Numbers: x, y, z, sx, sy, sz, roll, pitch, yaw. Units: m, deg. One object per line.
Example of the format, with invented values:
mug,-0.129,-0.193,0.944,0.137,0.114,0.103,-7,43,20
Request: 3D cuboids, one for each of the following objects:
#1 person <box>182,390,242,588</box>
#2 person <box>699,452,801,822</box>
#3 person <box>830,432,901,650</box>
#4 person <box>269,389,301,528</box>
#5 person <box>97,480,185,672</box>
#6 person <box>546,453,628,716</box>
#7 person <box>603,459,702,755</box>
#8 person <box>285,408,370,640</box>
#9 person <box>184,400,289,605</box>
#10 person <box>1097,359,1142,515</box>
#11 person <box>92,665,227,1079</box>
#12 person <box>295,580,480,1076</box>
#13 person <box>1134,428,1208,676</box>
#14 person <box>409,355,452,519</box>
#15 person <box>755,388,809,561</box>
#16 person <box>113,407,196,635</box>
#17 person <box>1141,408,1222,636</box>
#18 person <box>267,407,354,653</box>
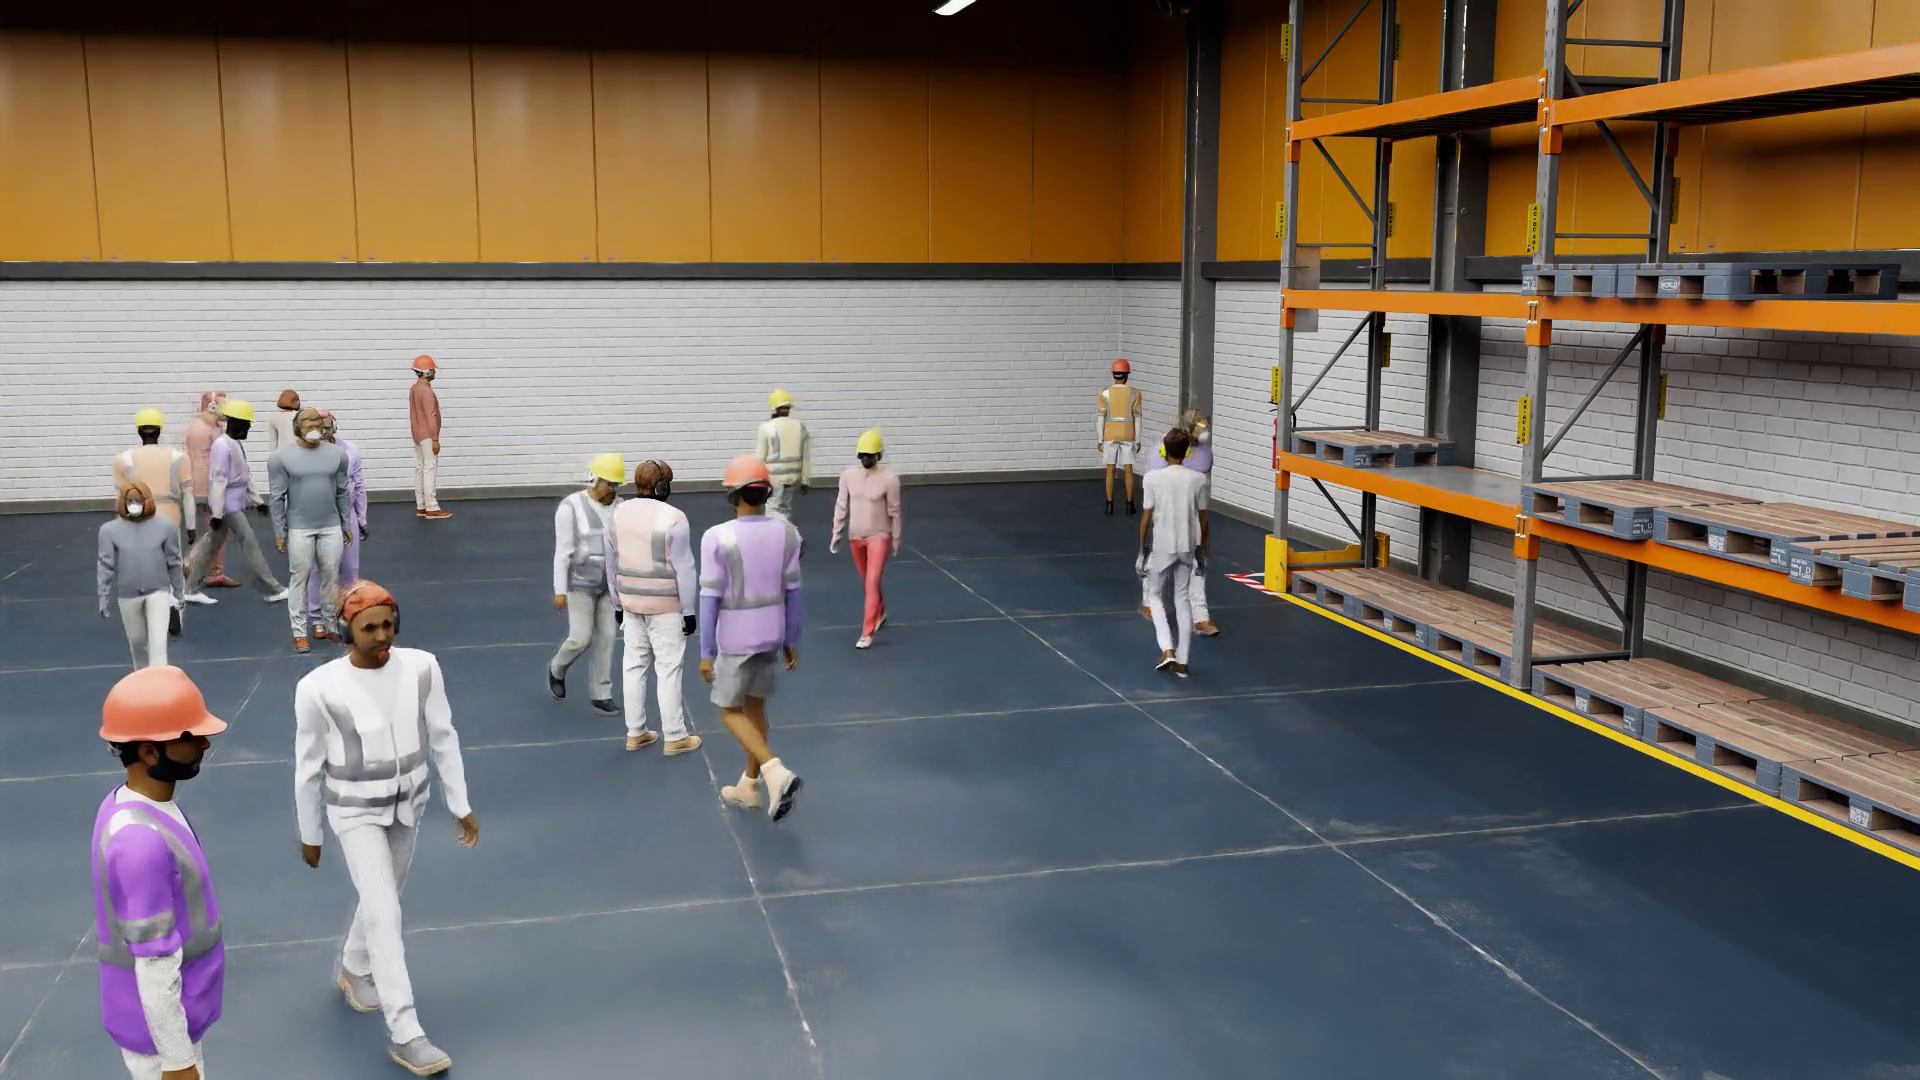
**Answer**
person,-7.091,-0.467,15.716,0.467,1.884,0.672,-2,9,-12
person,-1.100,0.540,9.013,0.618,2.021,0.744,-8,12,-40
person,-0.728,-0.034,13.535,0.534,1.724,0.911,4,10,21
person,-7.833,-0.947,19.498,0.507,1.632,0.267,2,9,12
person,-5.628,0.363,11.444,0.518,1.593,0.855,-4,10,-22
person,-2.522,0.293,11.282,0.605,1.791,0.645,8,12,41
person,-1.895,0.414,10.359,0.632,1.842,0.429,5,10,27
person,-5.179,-0.137,13.637,0.659,1.896,0.401,-7,11,-37
person,-6.537,-0.323,14.937,1.036,1.857,0.601,-3,10,-20
person,1.976,-1.274,20.602,0.549,1.934,0.374,1,9,8
person,-2.154,1.293,4.569,0.357,1.937,0.551,-5,10,-28
person,-2.272,1.048,6.445,0.975,1.844,0.582,8,12,39
person,1.567,0.096,12.339,0.587,1.843,0.390,-2,9,-10
person,-6.503,-1.258,20.310,0.375,1.997,0.612,-7,11,-37
person,-1.800,-0.645,17.060,0.601,1.814,0.732,-8,12,-40
person,-6.611,-0.144,13.693,0.587,1.896,0.782,-5,10,-28
person,1.860,-0.172,13.941,0.642,1.871,1.053,-4,10,-24
person,-5.126,-0.087,13.184,0.635,1.937,0.361,-8,12,-40
